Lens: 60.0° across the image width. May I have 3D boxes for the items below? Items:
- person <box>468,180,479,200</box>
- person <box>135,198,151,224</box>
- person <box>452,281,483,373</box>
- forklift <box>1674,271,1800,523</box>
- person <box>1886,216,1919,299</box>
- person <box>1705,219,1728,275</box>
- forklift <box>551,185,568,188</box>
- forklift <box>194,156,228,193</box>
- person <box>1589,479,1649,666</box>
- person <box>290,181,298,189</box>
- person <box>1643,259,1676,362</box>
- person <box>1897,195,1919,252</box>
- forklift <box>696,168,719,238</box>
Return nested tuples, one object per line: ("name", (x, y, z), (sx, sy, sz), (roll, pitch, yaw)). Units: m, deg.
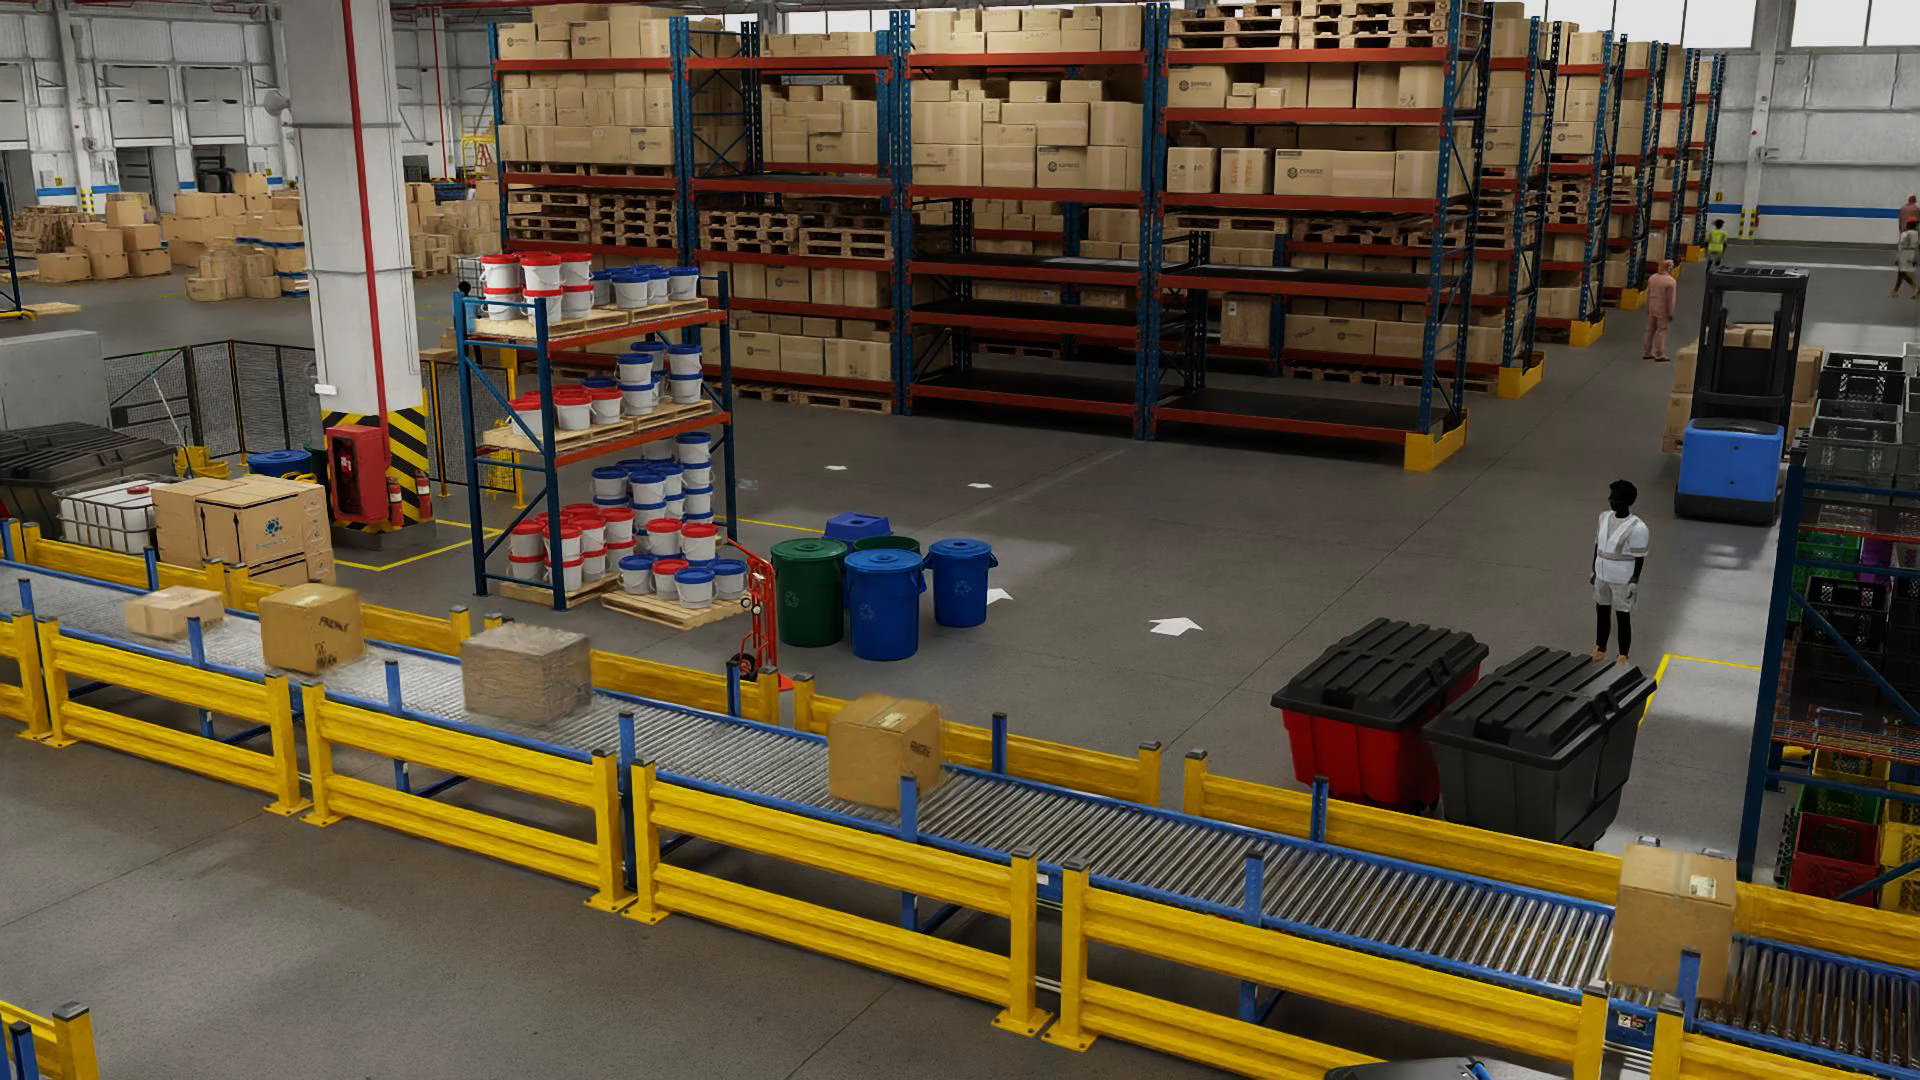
("person", (-17.740, -12.253, 61.052), (0.569, 1.888, 0.957), (9, 18, 31))
("person", (-24.562, -9.313, 49.983), (0.617, 1.899, 0.634), (1, 15, 6))
("person", (-8.686, -3.723, 29.362), (0.540, 1.695, 0.317), (-11, 18, -35))
("forklift", (9.269, -1.763, 19.726), (1.129, 2.768, 1.873), (8, 17, 27))
("person", (23.360, -6.932, 40.874), (0.627, 2.009, 0.908), (-7, 16, -23))
("person", (20.280, -7.770, 44.643), (0.529, 1.659, 0.842), (8, 17, 28))
("forklift", (-15.292, -13.524, 63.939), (1.873, 2.768, 1.129), (8, 17, 28))
("forklift", (-26.295, -12.105, 58.608), (1.129, 2.768, 1.873), (-11, 18, -35))
("person", (5.580, 0.318, 14.173), (0.316, 1.695, 0.542), (-6, 16, -22))
("person", (-23.886, -11.980, 59.973), (0.698, 1.918, 0.662), (1, 15, 3))
("person", (13.134, -4.293, 31.129), (0.398, 1.899, 0.650), (-6, 16, -23))
("person", (29.189, -9.624, 51.134), (0.410, 1.913, 0.651), (-6, 16, -23))
("forklift", (-7.573, -9.644, 49.356), (1.129, 2.768, 1.873), (8, 17, 28))
